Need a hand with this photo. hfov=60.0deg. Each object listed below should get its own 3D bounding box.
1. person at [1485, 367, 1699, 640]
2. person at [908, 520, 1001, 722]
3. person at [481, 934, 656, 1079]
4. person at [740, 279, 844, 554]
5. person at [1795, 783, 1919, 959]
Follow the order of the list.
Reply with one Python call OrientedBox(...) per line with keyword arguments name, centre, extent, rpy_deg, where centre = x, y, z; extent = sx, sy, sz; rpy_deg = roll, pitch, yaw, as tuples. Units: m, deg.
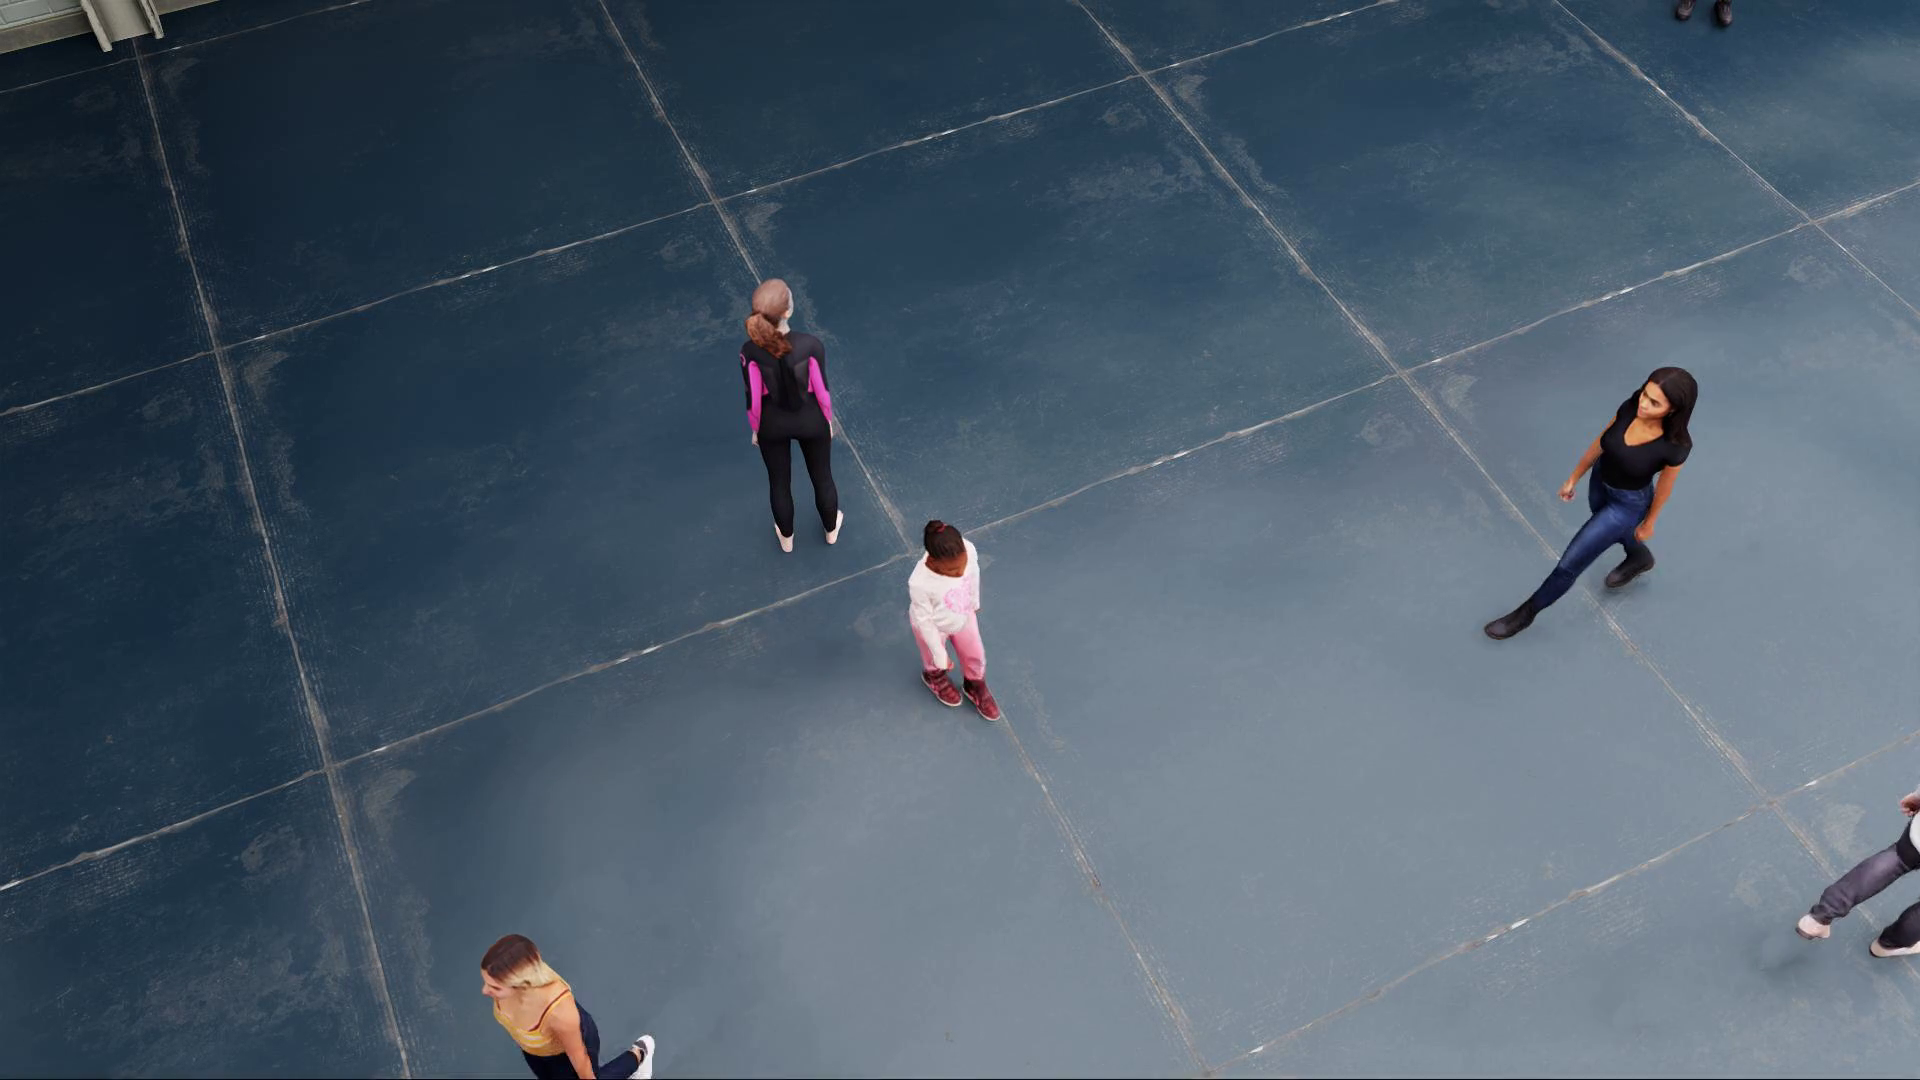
OrientedBox(name="person", centre=(3.101, -0.209, 7.706), extent=(1.186, 1.696, 0.580), rpy_deg=(-19, 55, -14))
OrientedBox(name="person", centre=(-0.126, 0.299, 7.478), extent=(0.659, 1.435, 0.696), rpy_deg=(-34, 59, -23))
OrientedBox(name="person", centre=(-1.432, 1.818, 6.185), extent=(0.761, 1.619, 0.869), rpy_deg=(32, 59, 23))
OrientedBox(name="person", centre=(-0.808, -0.563, 7.947), extent=(0.548, 1.749, 0.678), rpy_deg=(-6, 52, -4))
OrientedBox(name="person", centre=(3.862, 1.220, 6.527), extent=(0.984, 1.811, 0.780), rpy_deg=(-13, 53, -10))
